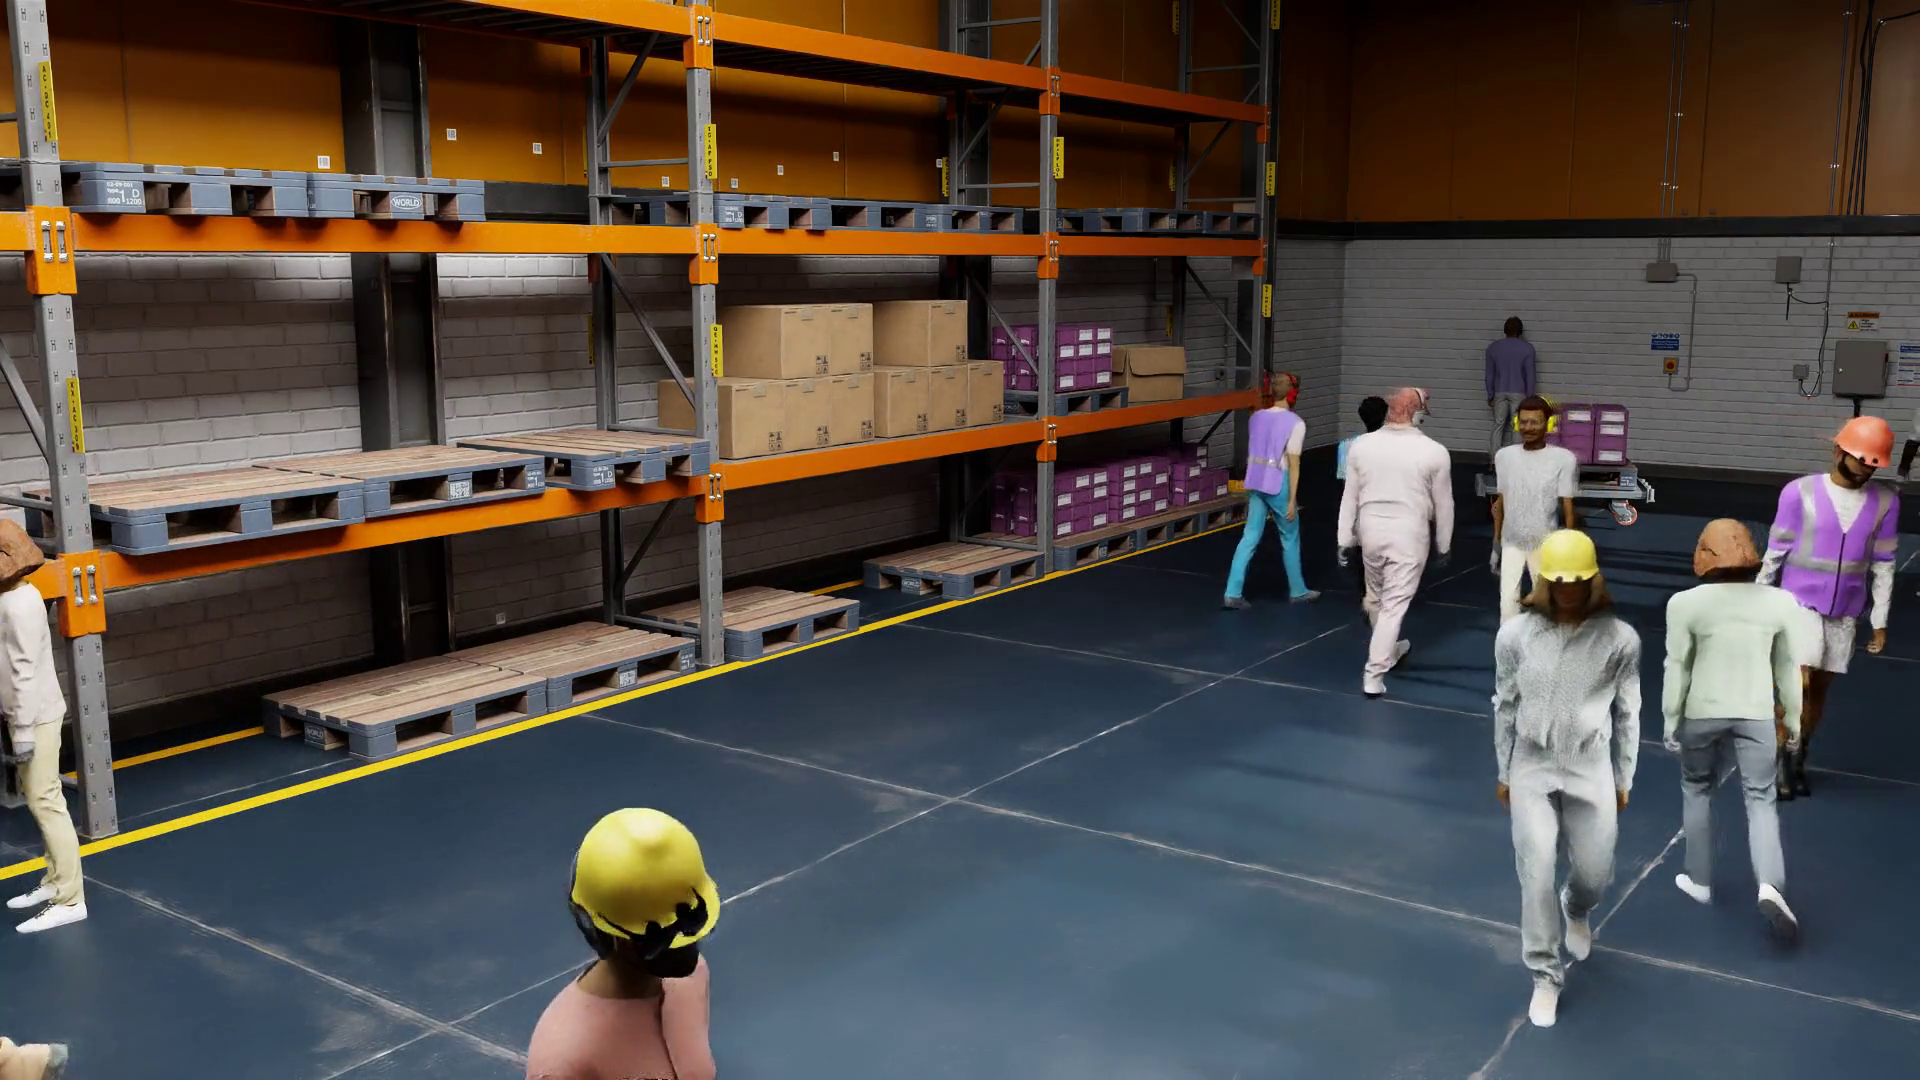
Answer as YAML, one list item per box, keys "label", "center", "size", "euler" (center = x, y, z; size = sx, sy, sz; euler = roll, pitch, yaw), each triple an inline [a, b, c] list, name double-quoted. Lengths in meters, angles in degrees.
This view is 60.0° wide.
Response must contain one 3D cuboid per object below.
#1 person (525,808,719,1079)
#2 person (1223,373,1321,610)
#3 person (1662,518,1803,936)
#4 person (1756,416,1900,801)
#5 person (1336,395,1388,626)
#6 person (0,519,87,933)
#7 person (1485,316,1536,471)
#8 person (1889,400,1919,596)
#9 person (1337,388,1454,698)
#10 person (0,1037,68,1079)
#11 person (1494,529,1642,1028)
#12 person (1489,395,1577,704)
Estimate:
- label: "person"
  center: [-0.549, 1.284, 2.865]
  size: [0.378, 1.748, 0.573]
  euler: [3, 10, 20]
- label: "person"
  center: [2.350, -0.358, 12.566]
  size: [0.953, 1.791, 0.592]
  euler: [-7, 12, -38]
- label: "person"
  center: [3.069, 0.732, 6.580]
  size: [0.531, 1.601, 0.672]
  euler: [2, 10, 14]
- label: "person"
  center: [4.185, 0.336, 8.043]
  size: [0.610, 1.899, 0.579]
  euler: [1, 10, 7]
- label: "person"
  center: [3.002, -0.224, 12.123]
  size: [0.531, 1.660, 0.870]
  euler: [4, 10, 20]
- label: "person"
  center: [-3.700, 0.722, 6.587]
  size: [0.284, 1.626, 0.493]
  euler: [-6, 12, -34]
- label: "person"
  center: [6.852, -1.809, 20.720]
  size: [0.630, 1.940, 0.372]
  euler: [7, 12, 37]
- label: "person"
  center: [7.649, -0.512, 12.960]
  size: [0.626, 1.940, 0.579]
  euler: [-2, 10, -12]
- label: "person"
  center: [2.701, 0.000, 10.189]
  size: [0.658, 1.855, 0.970]
  euler: [8, 12, 38]
- label: "person"
  center: [-2.831, 0.881, 4.443]
  size: [0.630, 2.024, 0.666]
  euler: [7, 12, 38]
- label: "person"
  center: [2.114, 0.795, 5.849]
  size: [0.485, 1.726, 0.555]
  euler: [3, 10, 19]
- label: "person"
  center: [3.466, 0.033, 10.036]
  size: [0.521, 1.846, 0.802]
  euler: [7, 12, 36]
